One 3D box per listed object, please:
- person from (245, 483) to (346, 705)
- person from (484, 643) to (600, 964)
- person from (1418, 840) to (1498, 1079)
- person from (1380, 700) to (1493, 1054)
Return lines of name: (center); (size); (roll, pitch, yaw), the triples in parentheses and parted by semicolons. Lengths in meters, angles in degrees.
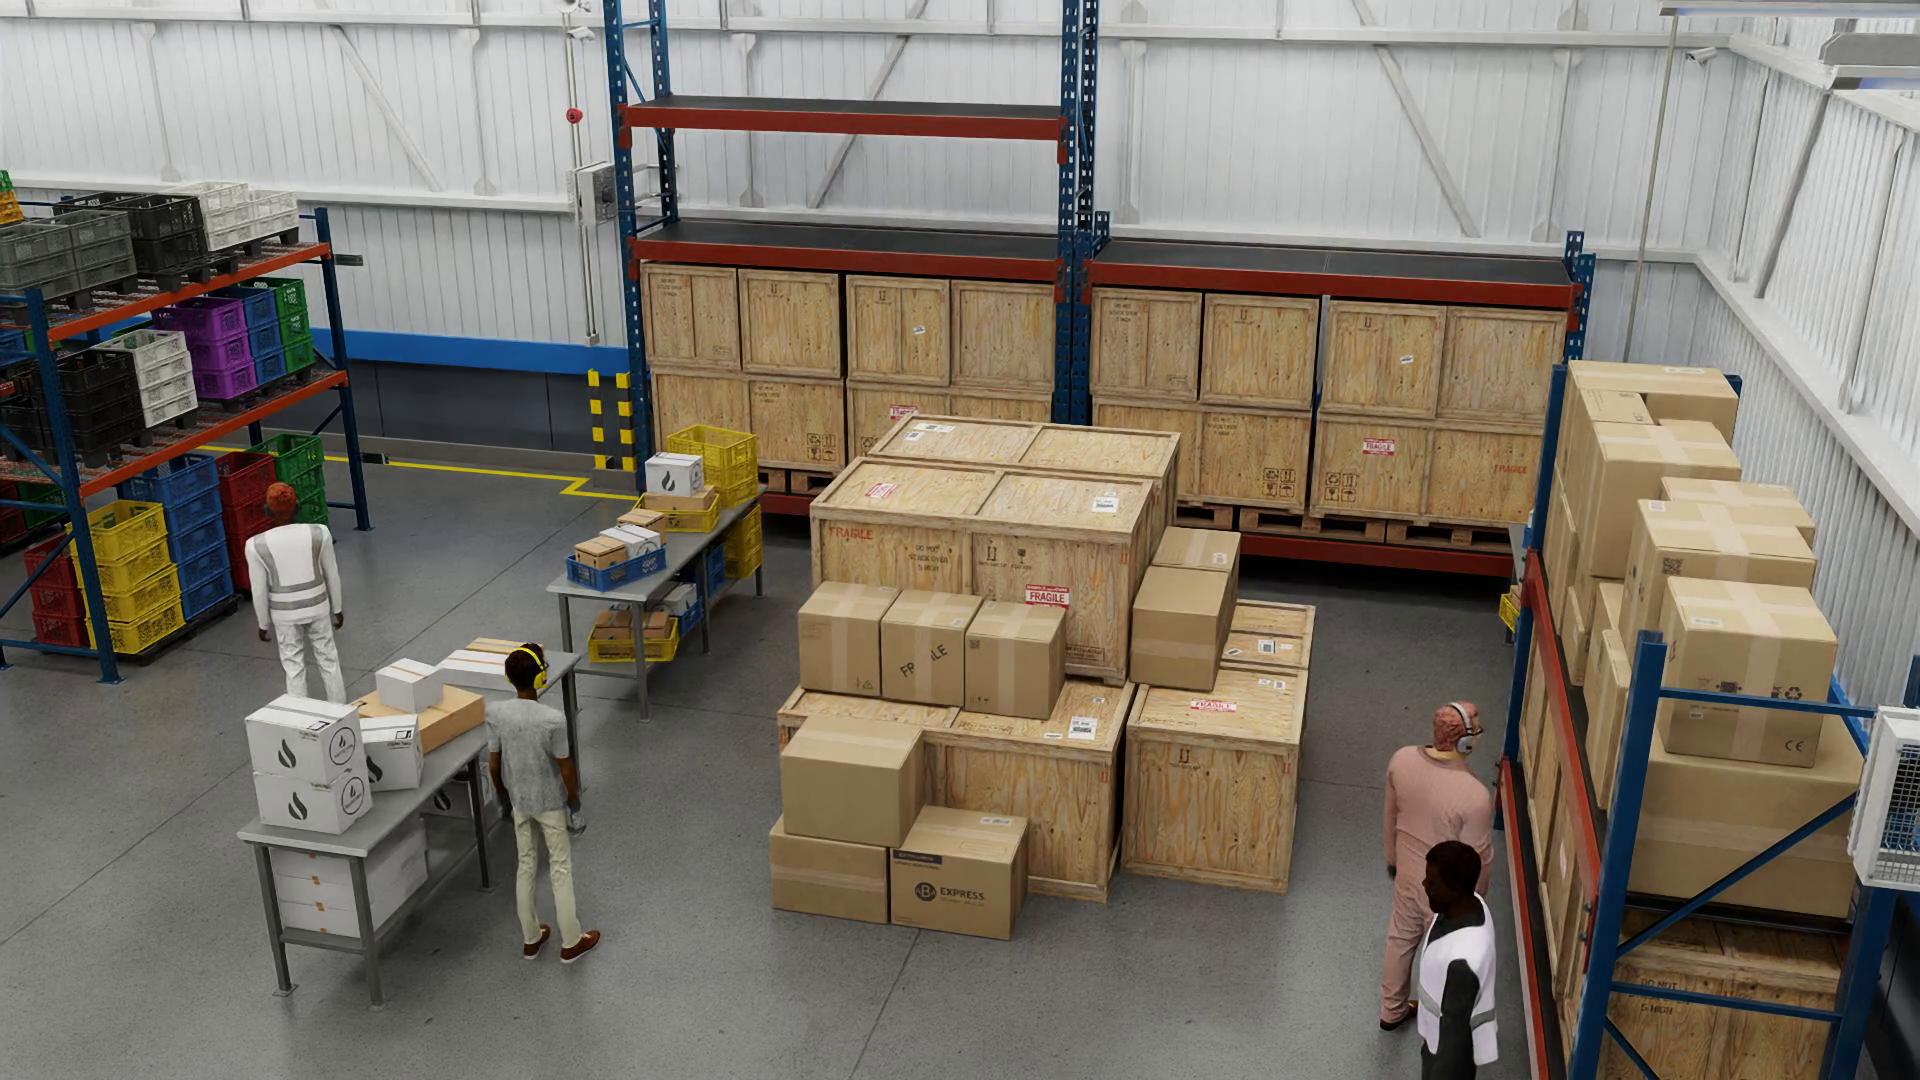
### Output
person: (-4.535, 0.509, 11.433); (0.572, 1.883, 0.354); (-12, 24, -28)
person: (-2.286, 1.430, 9.041); (0.520, 1.873, 0.328); (5, 22, 13)
person: (2.092, 2.146, 7.124); (0.405, 1.909, 0.598); (5, 22, 14)
person: (2.401, 1.682, 8.332); (0.402, 1.910, 0.639); (-11, 24, -27)
